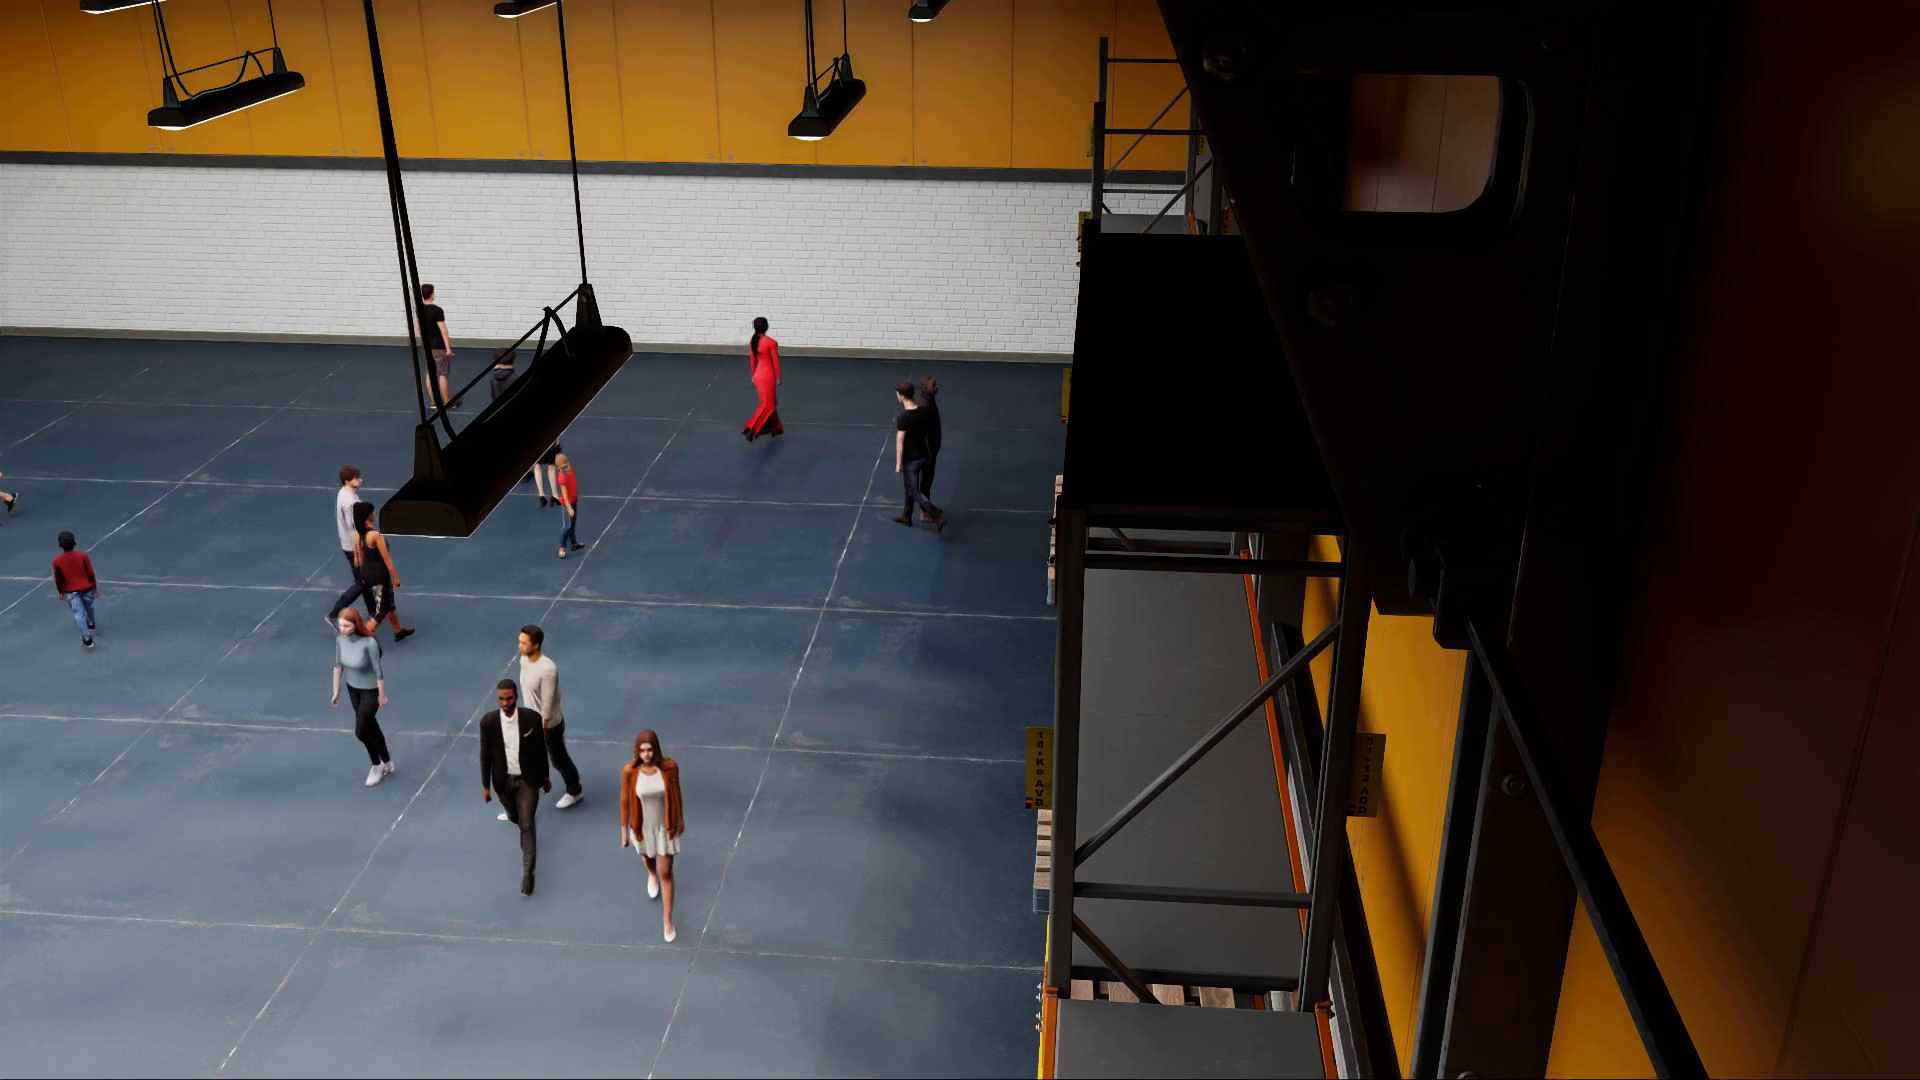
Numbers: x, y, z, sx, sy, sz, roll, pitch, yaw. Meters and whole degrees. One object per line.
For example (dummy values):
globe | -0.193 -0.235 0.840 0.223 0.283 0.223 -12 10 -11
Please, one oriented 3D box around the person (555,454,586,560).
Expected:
person | -4.570 -0.455 19.442 0.681 1.284 0.407 -3 24 -7

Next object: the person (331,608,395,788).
person | -5.227 1.340 14.784 0.699 1.727 0.732 13 27 28

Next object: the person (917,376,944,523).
person | -0.388 -1.132 20.301 0.758 1.836 0.496 1 24 3

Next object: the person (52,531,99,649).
person | -9.149 0.536 17.258 0.844 1.218 0.938 -16 28 -31

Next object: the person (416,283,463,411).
person | -7.633 -2.810 24.110 0.751 1.861 0.718 10 26 22

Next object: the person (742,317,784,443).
person | -2.707 -2.148 22.726 0.985 1.757 1.139 18 29 35

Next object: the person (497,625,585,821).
person | -3.496 1.544 14.254 1.005 1.777 1.136 20 30 37

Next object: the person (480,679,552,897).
person | -3.581 1.902 13.448 0.856 1.767 1.220 -3 24 -6

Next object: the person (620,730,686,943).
person | -2.385 2.177 12.924 0.838 1.682 1.187 -4 24 -9

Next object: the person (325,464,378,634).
person | -6.447 0.089 17.524 1.064 1.825 1.060 -11 26 -23

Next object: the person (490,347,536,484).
person | -5.811 -1.609 21.477 0.658 1.770 0.604 5 24 12

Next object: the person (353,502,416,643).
person | -6.019 0.405 17.025 0.957 1.645 1.106 18 29 35

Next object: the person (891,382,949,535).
person | -0.481 -0.931 19.815 1.130 1.858 1.216 16 28 32
